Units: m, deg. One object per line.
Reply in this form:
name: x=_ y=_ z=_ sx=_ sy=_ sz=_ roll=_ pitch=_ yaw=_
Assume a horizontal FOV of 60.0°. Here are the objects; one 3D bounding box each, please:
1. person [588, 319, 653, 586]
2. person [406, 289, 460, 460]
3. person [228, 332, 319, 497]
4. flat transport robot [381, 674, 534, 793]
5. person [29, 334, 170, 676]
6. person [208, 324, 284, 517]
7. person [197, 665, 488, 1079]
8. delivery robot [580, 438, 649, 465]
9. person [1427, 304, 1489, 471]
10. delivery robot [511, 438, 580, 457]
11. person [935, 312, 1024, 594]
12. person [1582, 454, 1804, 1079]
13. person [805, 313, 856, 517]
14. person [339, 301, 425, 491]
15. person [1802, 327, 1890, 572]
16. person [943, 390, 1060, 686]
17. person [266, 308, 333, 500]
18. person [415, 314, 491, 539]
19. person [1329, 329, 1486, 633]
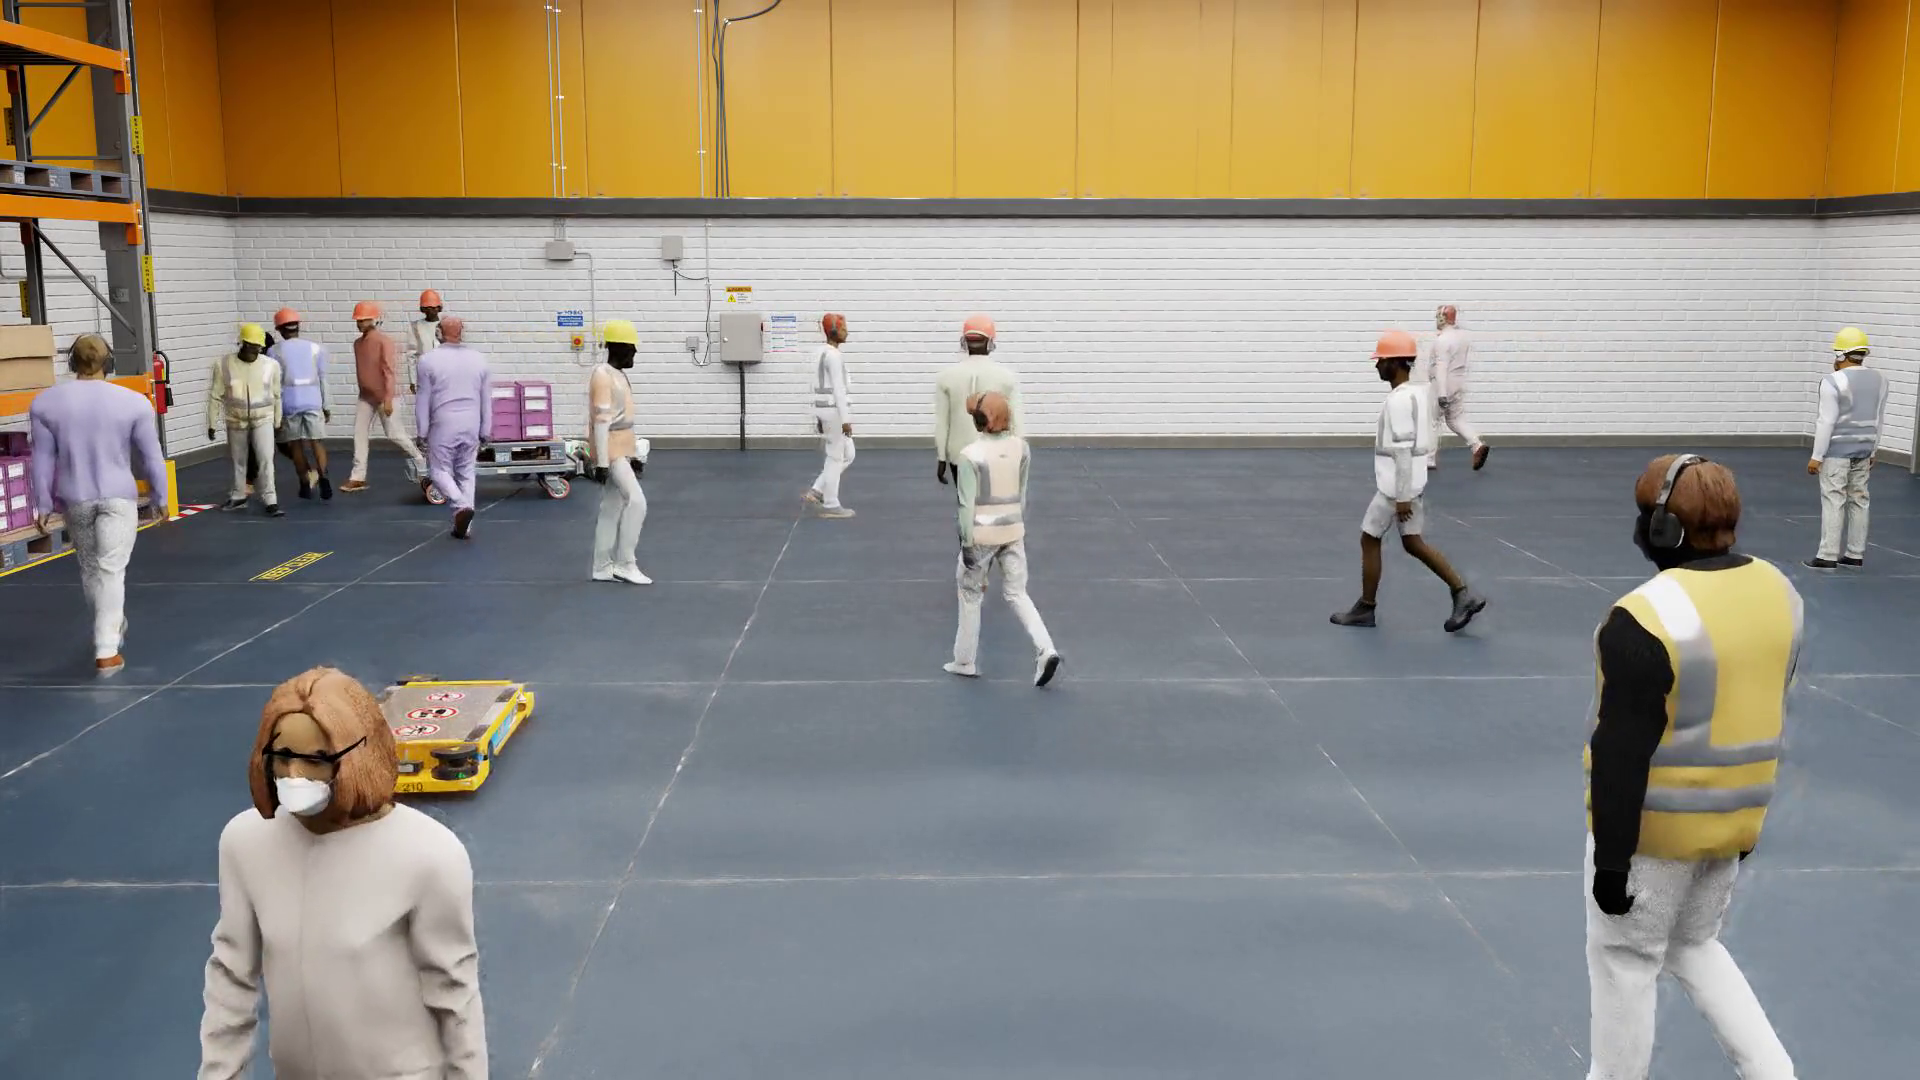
person: x=-2.398 y=-0.623 z=11.928 sx=0.630 sy=1.904 sz=0.608 roll=0 pitch=9 yaw=0
person: x=-6.165 y=-1.924 z=19.556 sx=0.609 sy=2.032 sz=0.410 roll=-2 pitch=10 yaw=-14
person: x=-6.851 y=-1.256 z=16.594 sx=0.530 sy=1.651 sz=0.837 roll=9 pitch=13 yaw=43
flat transport robot: x=-2.443 y=0.877 z=7.745 sx=0.652 sy=0.197 sz=1.431 roll=-1 pitch=9 yaw=-4
person: x=-4.889 y=-0.227 z=9.542 sx=0.661 sy=1.889 sz=0.989 roll=-2 pitch=10 yaw=-13
person: x=-6.596 y=-1.105 z=15.361 sx=0.646 sy=1.769 sz=0.881 roll=-3 pitch=10 yaw=-21
person: x=-1.090 y=0.981 z=3.074 sx=0.503 sy=1.588 sz=0.852 roll=3 pitch=10 yaw=15
delivery robot: x=-3.717 y=-0.971 z=17.920 sx=0.707 sy=0.478 sz=0.477 roll=-4 pitch=10 yaw=-25
person: x=5.509 y=-1.697 z=18.619 sx=0.642 sy=1.880 sz=0.796 roll=-9 pitch=13 yaw=-43
delivery robot: x=-4.456 y=-0.960 z=17.857 sx=0.707 sy=0.478 sz=0.477 roll=0 pitch=9 yaw=2
person: x=0.124 y=-0.588 z=11.556 sx=0.626 sy=1.973 sz=0.812 roll=2 pitch=9 yaw=10
person: x=1.774 y=0.701 z=4.053 sx=0.641 sy=1.829 sz=0.607 roll=-5 pitch=11 yaw=-28
person: x=-1.118 y=-1.122 z=15.116 sx=0.408 sy=1.864 sz=0.584 roll=-2 pitch=9 yaw=-9
person: x=-5.988 y=-1.502 z=17.226 sx=0.618 sy=1.956 sz=0.981 roll=6 pitch=11 yaw=32
person: x=6.613 y=-0.671 z=12.455 sx=0.588 sy=1.835 sz=0.403 roll=-3 pitch=10 yaw=-17
person: x=0.211 y=-0.008 z=9.041 sx=0.513 sy=1.613 sz=0.742 roll=-7 pitch=11 yaw=-36
person: x=-6.395 y=-1.303 z=16.166 sx=0.577 sy=1.899 sz=0.789 roll=-6 pitch=11 yaw=-31
person: x=-4.168 y=-0.917 z=13.784 sx=0.654 sy=1.893 sz=0.578 roll=-9 pitch=13 yaw=-43
person: x=2.819 y=-0.354 z=10.340 sx=0.901 sy=1.907 sz=0.545 roll=5 pitch=11 yaw=29
